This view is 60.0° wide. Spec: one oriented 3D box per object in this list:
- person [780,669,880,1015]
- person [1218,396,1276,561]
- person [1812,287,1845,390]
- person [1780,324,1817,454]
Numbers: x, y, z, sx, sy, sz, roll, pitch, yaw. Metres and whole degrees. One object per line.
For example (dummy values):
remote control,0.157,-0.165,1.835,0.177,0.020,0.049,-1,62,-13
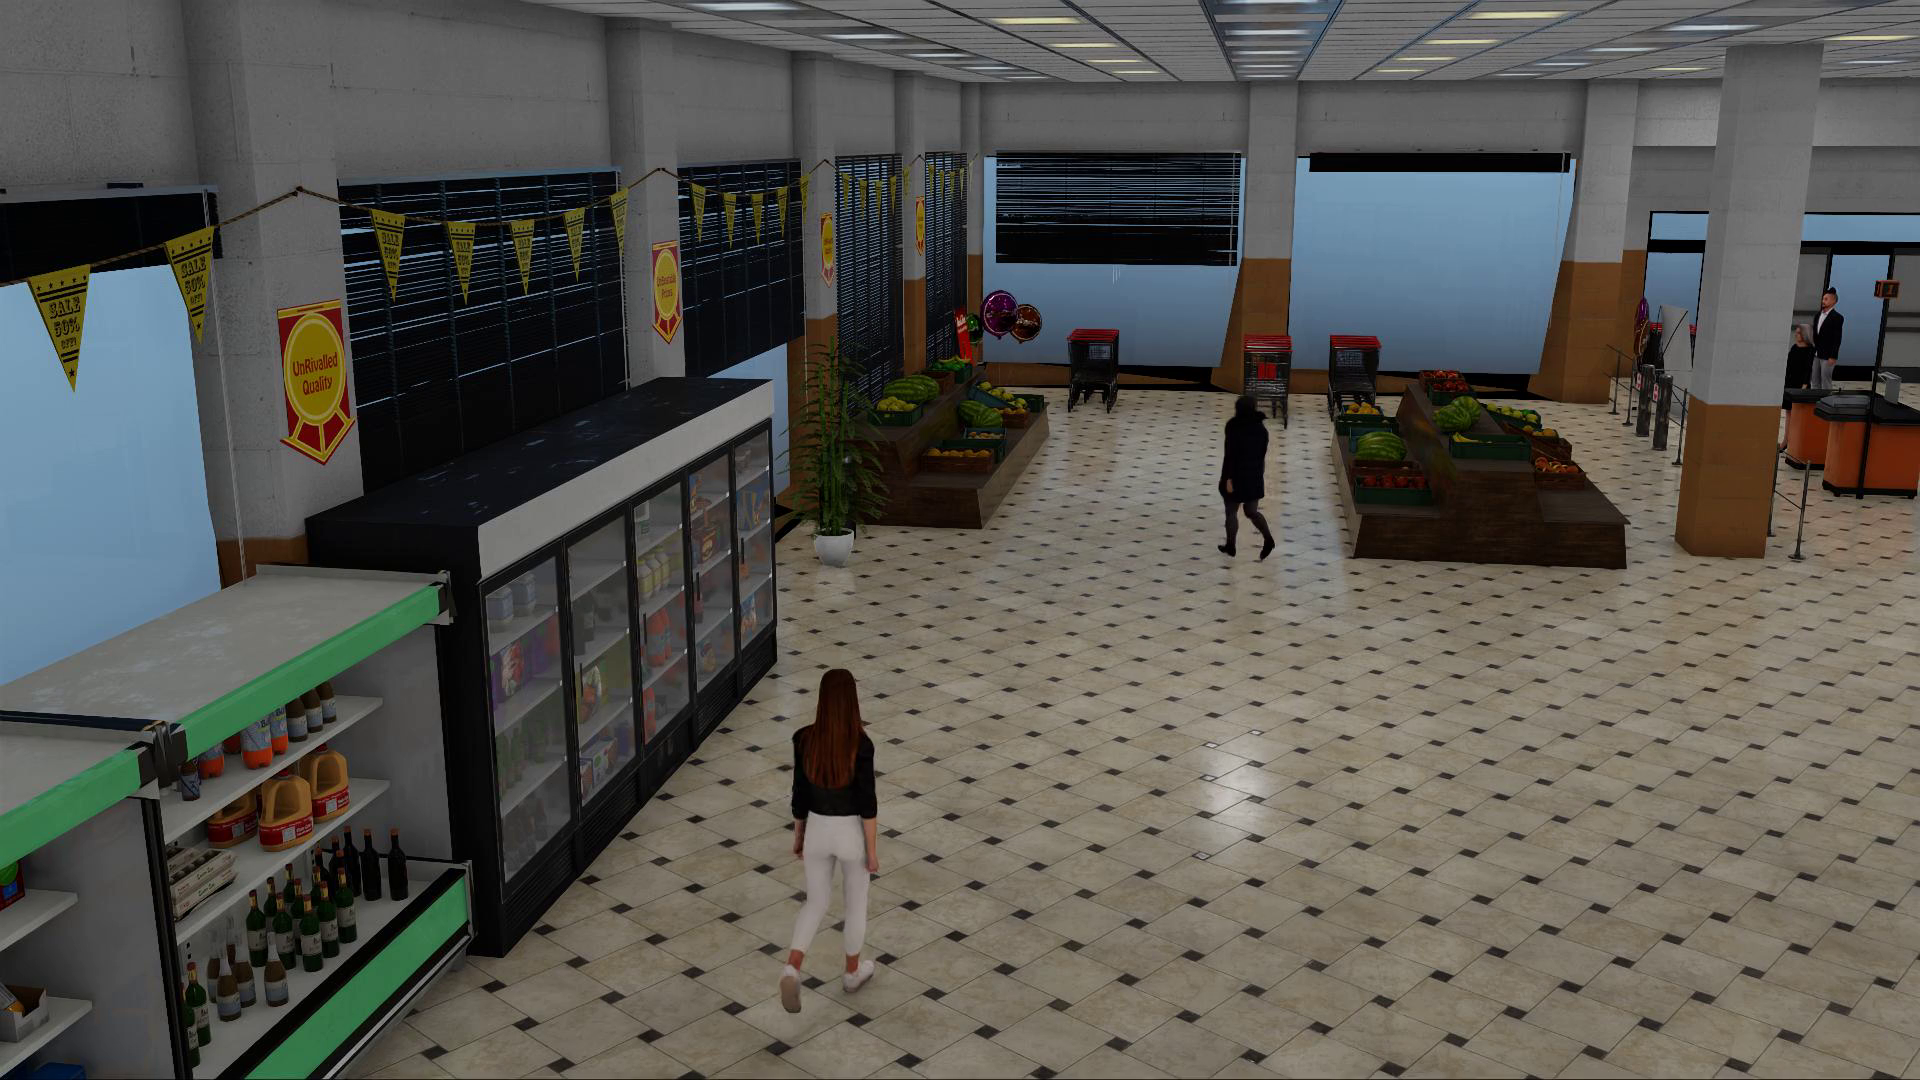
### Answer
person,-0.625,1.462,7.956,0.700,1.681,1.022,5,15,20
person,2.865,-0.594,16.490,1.026,1.654,1.116,-8,16,-30
person,13.073,-2.843,25.135,0.852,1.950,0.685,-3,14,-13
person,11.113,-2.004,22.106,0.737,1.747,0.624,-3,14,-12
